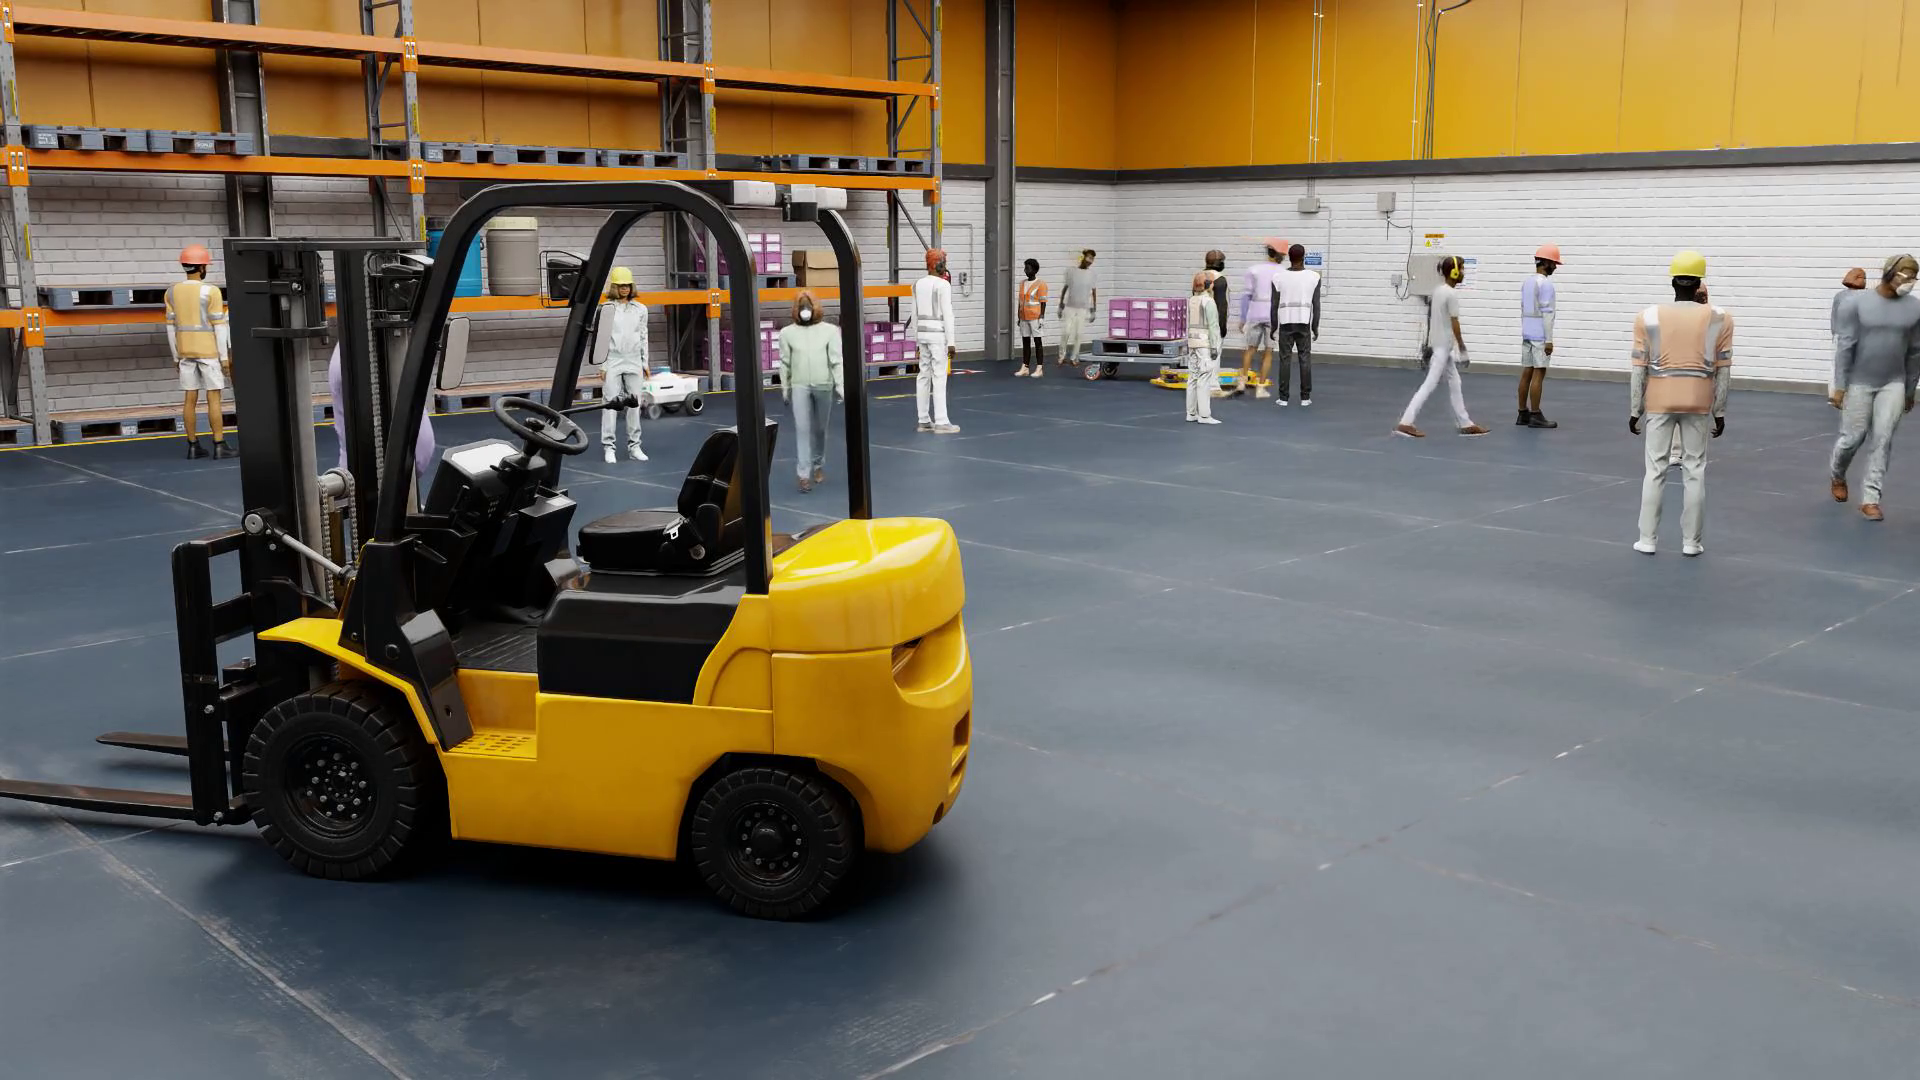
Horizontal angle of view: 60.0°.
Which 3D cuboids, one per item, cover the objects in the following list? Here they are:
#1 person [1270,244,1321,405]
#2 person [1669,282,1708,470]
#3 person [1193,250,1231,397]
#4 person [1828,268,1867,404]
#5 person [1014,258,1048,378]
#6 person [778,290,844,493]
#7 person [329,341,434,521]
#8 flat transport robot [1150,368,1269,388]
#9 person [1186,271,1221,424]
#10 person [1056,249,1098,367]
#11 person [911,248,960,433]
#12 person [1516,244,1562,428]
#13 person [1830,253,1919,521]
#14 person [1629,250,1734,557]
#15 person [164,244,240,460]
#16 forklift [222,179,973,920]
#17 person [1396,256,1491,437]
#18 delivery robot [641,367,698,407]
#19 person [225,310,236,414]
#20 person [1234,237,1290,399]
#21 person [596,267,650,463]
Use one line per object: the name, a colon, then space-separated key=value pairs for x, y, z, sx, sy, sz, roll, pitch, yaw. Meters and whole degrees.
person: x=3.986 y=-2.552 z=19.815 sx=0.590 sy=1.911 sz=0.394 roll=1 pitch=10 yaw=7
person: x=6.340 y=-1.425 z=14.440 sx=0.310 sy=1.631 sz=0.508 roll=-3 pitch=11 yaw=-14
person: x=3.173 y=-2.712 z=20.877 sx=0.429 sy=1.841 sz=0.633 roll=-4 pitch=11 yaw=-23
person: x=10.635 y=-2.427 z=19.890 sx=0.287 sy=1.631 sz=0.501 roll=-4 pitch=11 yaw=-19
person: x=1.016 y=-3.163 z=23.724 sx=0.319 sy=1.698 sz=0.533 roll=-10 pitch=14 yaw=-43
person: x=-1.192 y=-1.208 z=13.357 sx=0.514 sy=1.592 sz=0.844 roll=-1 pitch=10 yaw=-7
person: x=-2.424 y=-0.208 z=7.043 sx=0.400 sy=1.907 sz=0.645 roll=-4 pitch=11 yaw=-19
flat transport robot: x=3.319 y=-2.162 z=22.160 sx=1.431 sy=0.197 sz=0.652 roll=-3 pitch=11 yaw=-14
person: x=2.609 y=-2.065 z=17.891 sx=0.307 sy=1.643 sz=0.514 roll=-4 pitch=11 yaw=-21
person: x=1.804 y=-3.546 z=25.492 sx=0.617 sy=1.814 sz=0.358 roll=0 pitch=10 yaw=3
person: x=-0.259 y=-2.039 z=17.082 sx=0.353 sy=1.887 sz=0.573 roll=-9 pitch=14 yaw=-41
person: x=6.127 y=-2.147 z=17.559 sx=0.371 sy=1.928 sz=0.543 roll=-1 pitch=10 yaw=-8
person: x=6.579 y=-1.111 z=12.003 sx=0.635 sy=1.899 sz=0.704 roll=2 pitch=11 yaw=9
person: x=4.528 y=-0.851 z=10.494 sx=0.587 sy=1.927 sz=0.363 roll=3 pitch=11 yaw=18
person: x=-6.861 y=-1.689 z=15.035 sx=0.545 sy=1.939 sz=0.374 roll=2 pitch=11 yaw=9
forklift: x=-1.114 y=-0.058 z=5.440 sx=2.313 sy=2.155 sz=1.214 roll=2 pitch=11 yaw=13
person: x=4.857 y=-1.929 z=16.675 sx=0.985 sy=1.823 sz=0.572 roll=0 pitch=10 yaw=0
delivery robot: x=-3.279 y=-1.691 z=18.565 sx=0.477 sy=0.478 sz=0.707 roll=9 pitch=14 yaw=42
person: x=-4.714 y=-0.981 z=11.358 sx=0.520 sy=1.874 sz=0.327 roll=0 pitch=10 yaw=2
person: x=3.808 y=-2.737 z=20.584 sx=0.667 sy=1.997 sz=0.522 roll=5 pitch=11 yaw=23
person: x=-3.001 y=-1.564 z=14.885 sx=0.487 sy=1.744 sz=0.312 roll=-6 pitch=12 yaw=-31
